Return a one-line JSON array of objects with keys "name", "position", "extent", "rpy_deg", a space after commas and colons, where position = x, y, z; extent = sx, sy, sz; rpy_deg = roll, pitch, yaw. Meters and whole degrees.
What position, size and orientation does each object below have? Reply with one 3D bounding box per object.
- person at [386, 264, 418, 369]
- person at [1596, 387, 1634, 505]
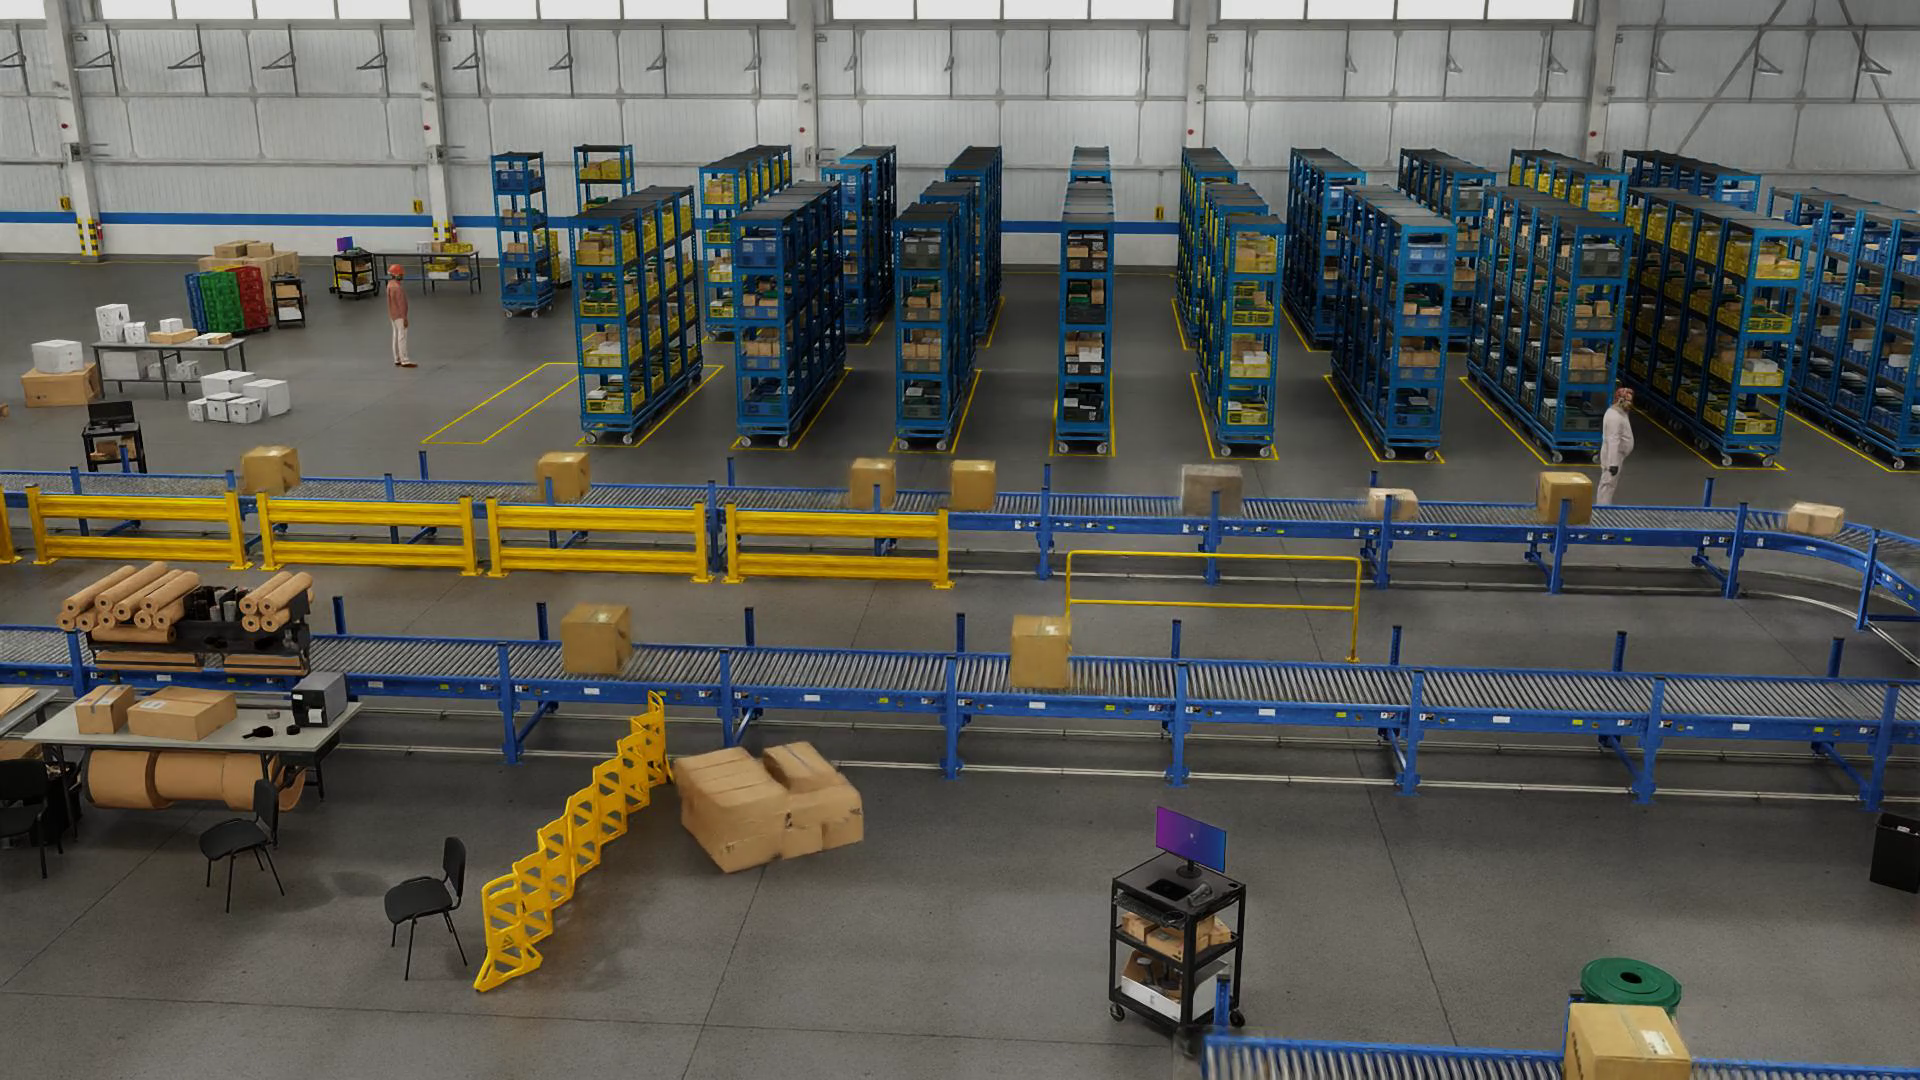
[{"name": "person", "position": [-10.741, -4.280, 31.876], "extent": [0.376, 1.995, 0.609], "rpy_deg": [-14, 22, -38]}, {"name": "person", "position": [8.597, -1.065, 21.824], "extent": [0.407, 1.905, 0.638], "rpy_deg": [6, 19, 19]}]
